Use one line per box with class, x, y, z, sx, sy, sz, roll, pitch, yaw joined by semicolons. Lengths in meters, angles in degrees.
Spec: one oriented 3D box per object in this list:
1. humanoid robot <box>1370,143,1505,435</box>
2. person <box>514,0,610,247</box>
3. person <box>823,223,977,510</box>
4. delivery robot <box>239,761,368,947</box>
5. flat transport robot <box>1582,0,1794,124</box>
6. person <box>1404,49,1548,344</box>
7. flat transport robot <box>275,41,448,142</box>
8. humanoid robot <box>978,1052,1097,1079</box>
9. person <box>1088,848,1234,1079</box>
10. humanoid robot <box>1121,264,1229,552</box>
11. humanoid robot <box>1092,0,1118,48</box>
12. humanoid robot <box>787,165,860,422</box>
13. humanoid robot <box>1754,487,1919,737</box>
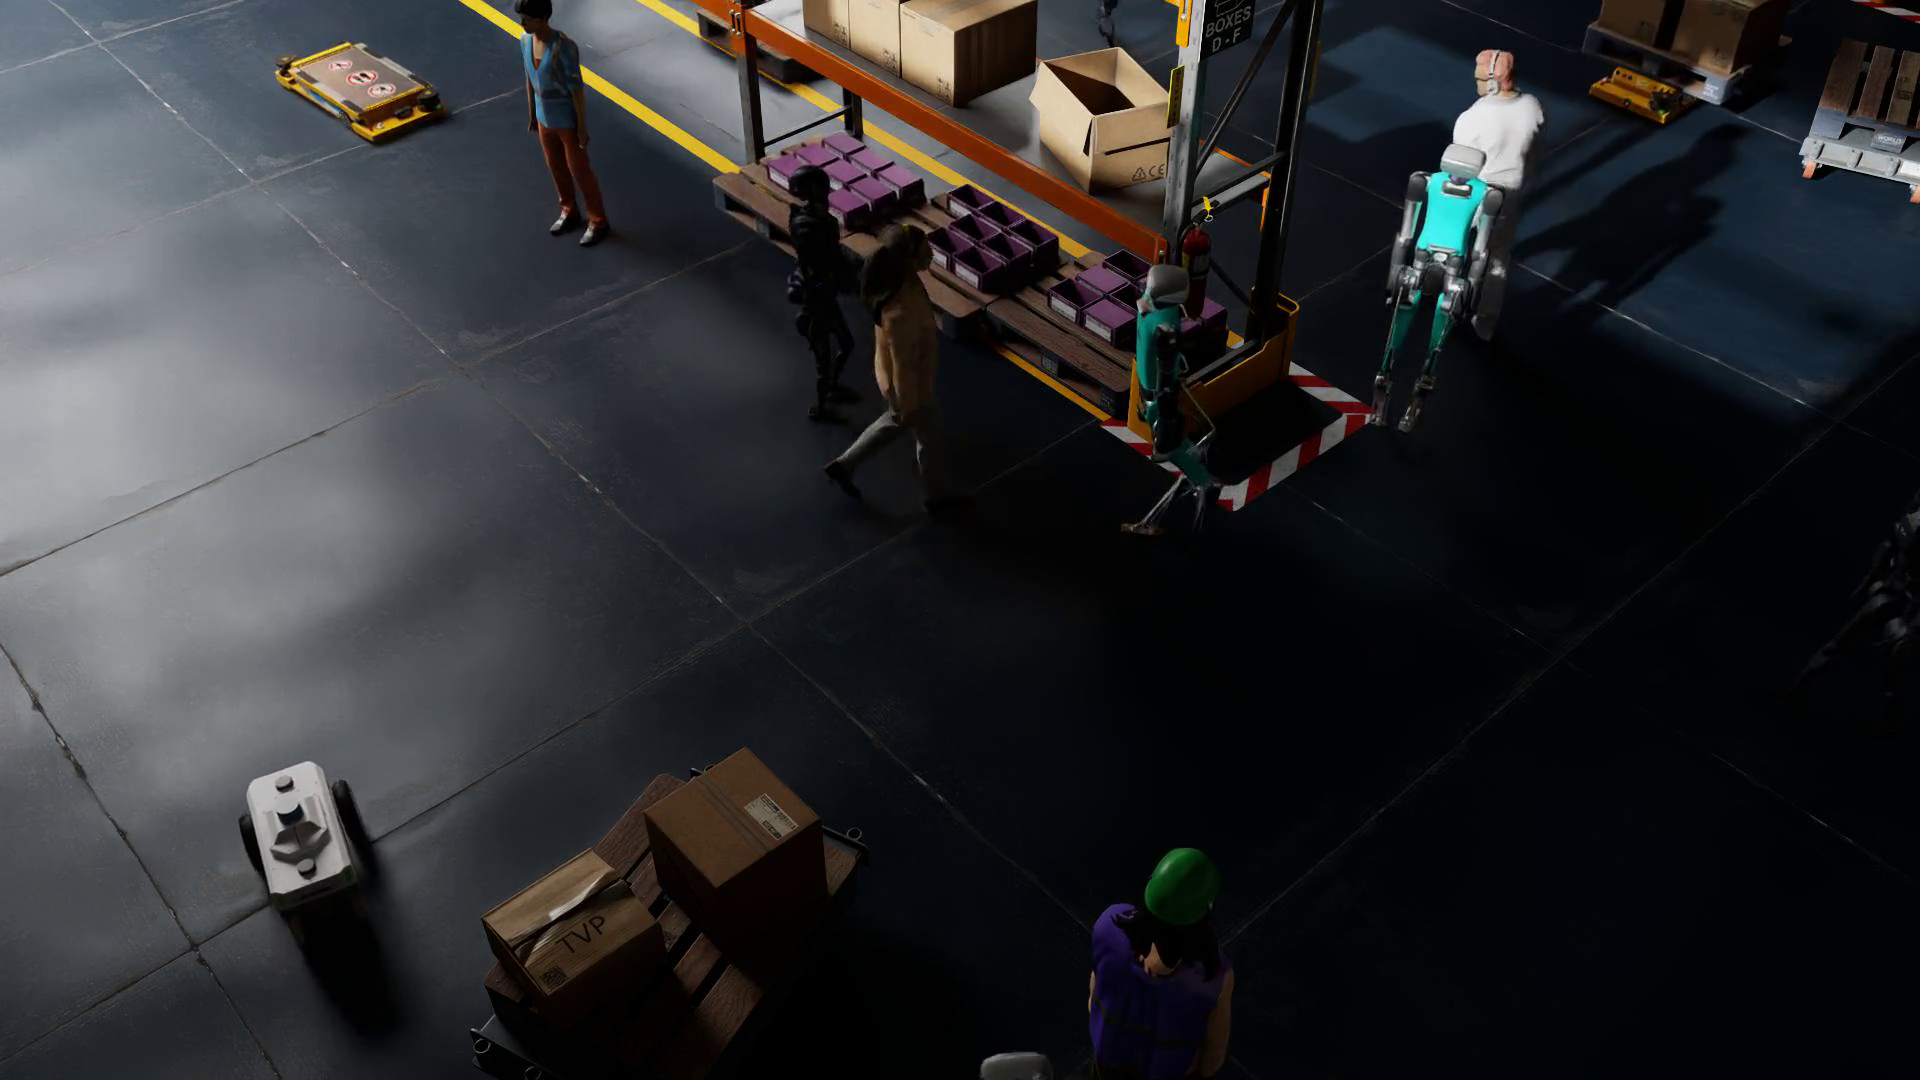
humanoid robot;2.645;-1.281;9.408;0.539;1.760;0.841;12;44;13
person;-2.665;-2.806;11.049;0.505;1.756;0.326;24;48;23
person;-0.331;-0.886;8.891;0.769;1.854;0.566;-8;43;-8
delivery robot;-2.919;1.357;7.405;0.499;0.592;0.795;-19;46;-20
flat transport robot;5.662;-3.700;13.120;1.431;0.231;0.659;-31;51;-29
person;3.219;-2.189;10.295;0.744;1.861;0.924;-10;43;-10
flat transport robot;-4.670;-3.517;12.920;1.431;0.231;0.659;33;52;31
humanoid robot;0.333;2.463;5.345;0.551;1.743;0.982;-15;45;-16
person;0.693;1.767;5.956;0.529;1.924;0.427;21;46;21
humanoid robot;1.223;-0.634;8.754;0.696;1.854;0.531;-5;43;-5
humanoid robot;1.187;-4.675;13.181;0.589;1.621;0.796;-14;44;-15
humanoid robot;-0.802;-1.407;9.579;0.333;1.648;0.597;7;43;7
humanoid robot;4.318;0.305;7.739;0.694;1.636;0.590;2;43;2
